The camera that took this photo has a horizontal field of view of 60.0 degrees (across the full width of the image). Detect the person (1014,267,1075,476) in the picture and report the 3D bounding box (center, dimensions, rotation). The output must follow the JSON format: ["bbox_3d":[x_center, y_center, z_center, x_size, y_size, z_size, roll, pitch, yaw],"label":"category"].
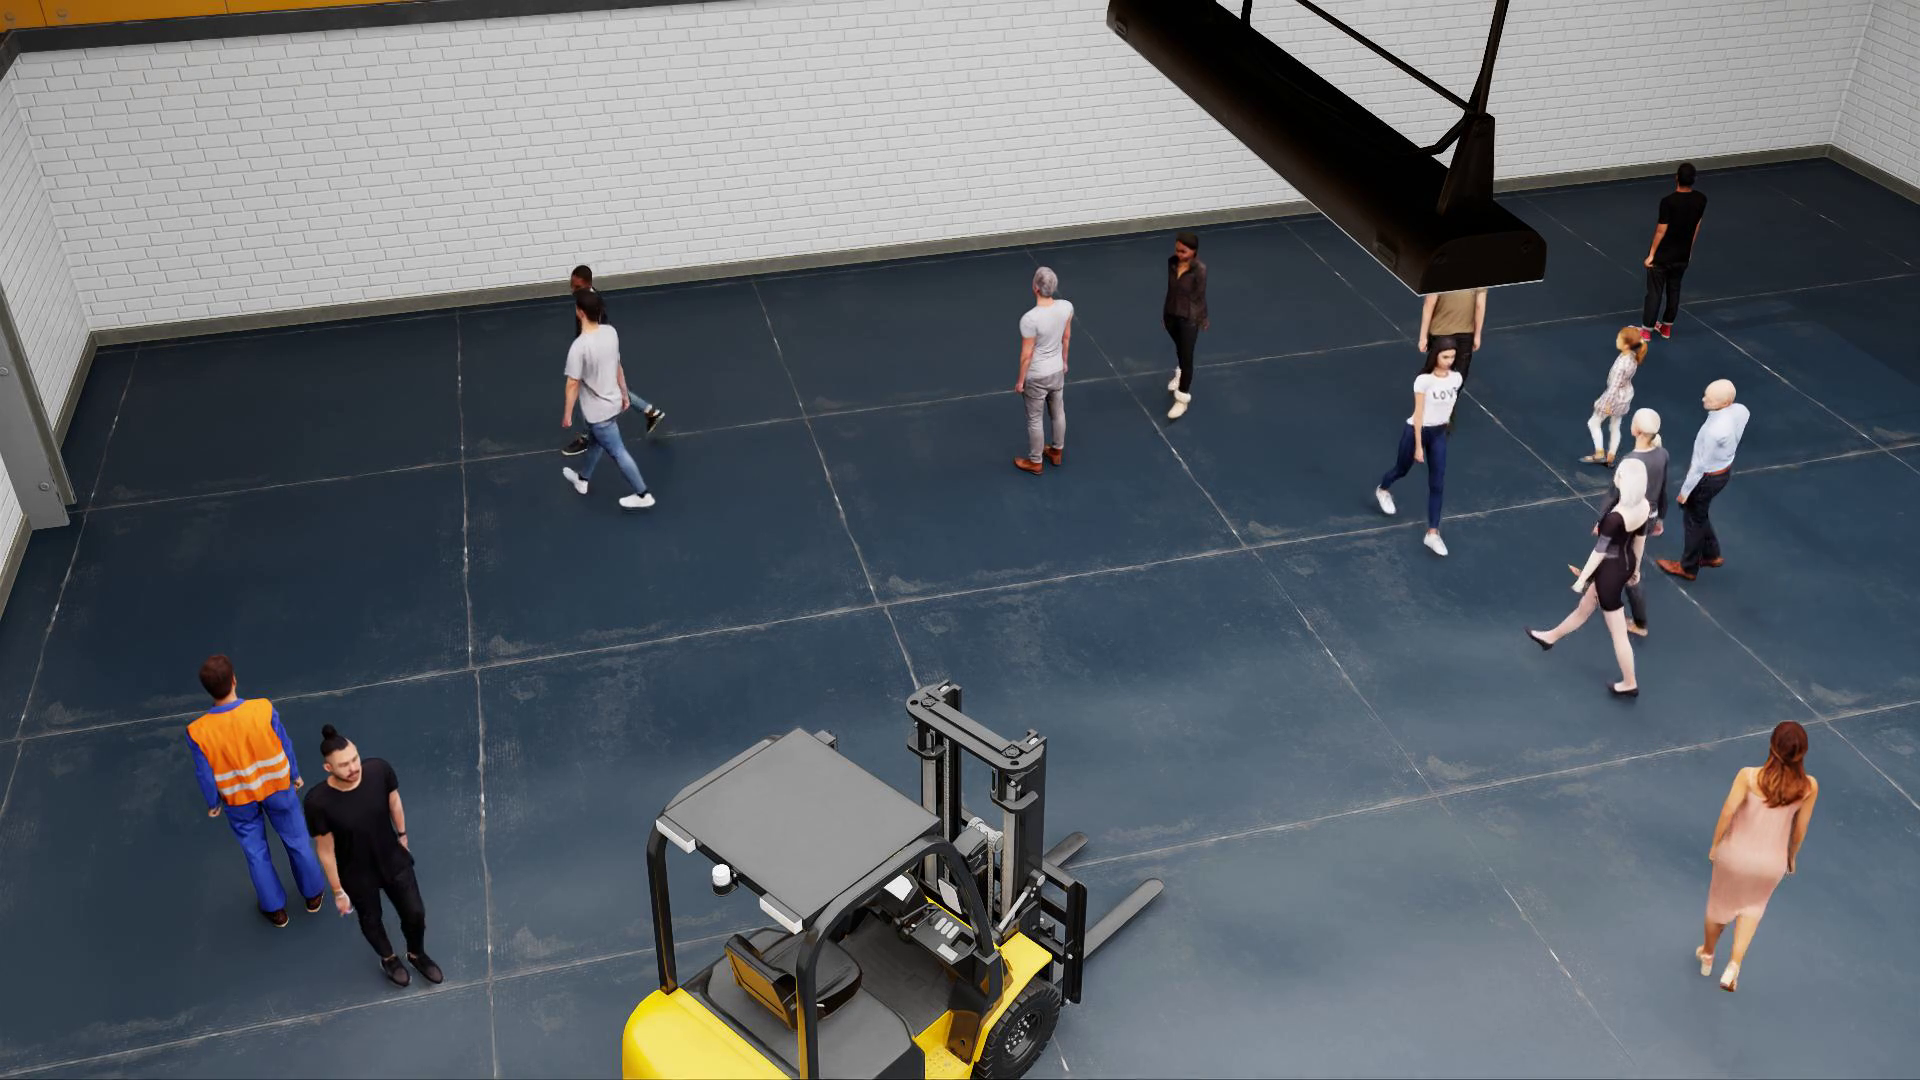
[{"bbox_3d":[0.700,-1.399,13.780,0.772,1.832,0.719,-24,40,-31],"label":"person"}]

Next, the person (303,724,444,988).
[{"bbox_3d":[-3.277,1.704,9.090,0.788,1.856,0.799,-26,41,-33],"label":"person"}]

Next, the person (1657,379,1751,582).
[{"bbox_3d":[5.606,-0.390,12.327,0.827,1.760,0.863,-25,41,-32],"label":"person"}]

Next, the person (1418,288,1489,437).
[{"bbox_3d":[4.255,-1.829,14.420,0.816,1.838,0.837,6,34,10],"label":"person"}]

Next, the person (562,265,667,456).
[{"bbox_3d":[-2.968,-1.522,14.019,0.853,1.772,1.116,-8,34,-12],"label":"person"}]

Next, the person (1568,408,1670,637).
[{"bbox_3d":[4.899,-0.092,11.962,0.784,1.668,1.167,-13,36,-19],"label":"person"}]

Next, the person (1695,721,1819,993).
[{"bbox_3d":[4.292,1.776,9.013,0.813,1.821,0.896,11,35,17],"label":"person"}]

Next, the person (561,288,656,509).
[{"bbox_3d":[-2.790,-1.069,13.266,1.200,1.850,1.211,13,36,18],"label":"person"}]

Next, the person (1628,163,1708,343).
[{"bbox_3d":[6.785,-2.742,15.869,0.611,1.756,0.526,-8,34,-12],"label":"person"}]

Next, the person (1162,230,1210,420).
[{"bbox_3d":[1.882,-1.913,14.718,0.999,1.649,0.994,13,36,18],"label":"person"}]

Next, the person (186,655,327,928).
[{"bbox_3d":[-4.014,1.437,9.489,0.751,1.859,0.707,-18,38,-25],"label":"person"}]

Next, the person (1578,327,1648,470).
[{"bbox_3d":[5.555,-1.162,13.904,0.611,1.300,0.639,-27,42,-35],"label":"person"}]

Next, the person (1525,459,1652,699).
[{"bbox_3d":[4.492,0.320,11.238,0.955,1.783,1.240,-26,41,-33],"label":"person"}]

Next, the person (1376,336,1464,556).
[{"bbox_3d":[3.557,-0.815,12.994,0.575,1.728,1.140,-10,35,-15],"label":"person"}]
